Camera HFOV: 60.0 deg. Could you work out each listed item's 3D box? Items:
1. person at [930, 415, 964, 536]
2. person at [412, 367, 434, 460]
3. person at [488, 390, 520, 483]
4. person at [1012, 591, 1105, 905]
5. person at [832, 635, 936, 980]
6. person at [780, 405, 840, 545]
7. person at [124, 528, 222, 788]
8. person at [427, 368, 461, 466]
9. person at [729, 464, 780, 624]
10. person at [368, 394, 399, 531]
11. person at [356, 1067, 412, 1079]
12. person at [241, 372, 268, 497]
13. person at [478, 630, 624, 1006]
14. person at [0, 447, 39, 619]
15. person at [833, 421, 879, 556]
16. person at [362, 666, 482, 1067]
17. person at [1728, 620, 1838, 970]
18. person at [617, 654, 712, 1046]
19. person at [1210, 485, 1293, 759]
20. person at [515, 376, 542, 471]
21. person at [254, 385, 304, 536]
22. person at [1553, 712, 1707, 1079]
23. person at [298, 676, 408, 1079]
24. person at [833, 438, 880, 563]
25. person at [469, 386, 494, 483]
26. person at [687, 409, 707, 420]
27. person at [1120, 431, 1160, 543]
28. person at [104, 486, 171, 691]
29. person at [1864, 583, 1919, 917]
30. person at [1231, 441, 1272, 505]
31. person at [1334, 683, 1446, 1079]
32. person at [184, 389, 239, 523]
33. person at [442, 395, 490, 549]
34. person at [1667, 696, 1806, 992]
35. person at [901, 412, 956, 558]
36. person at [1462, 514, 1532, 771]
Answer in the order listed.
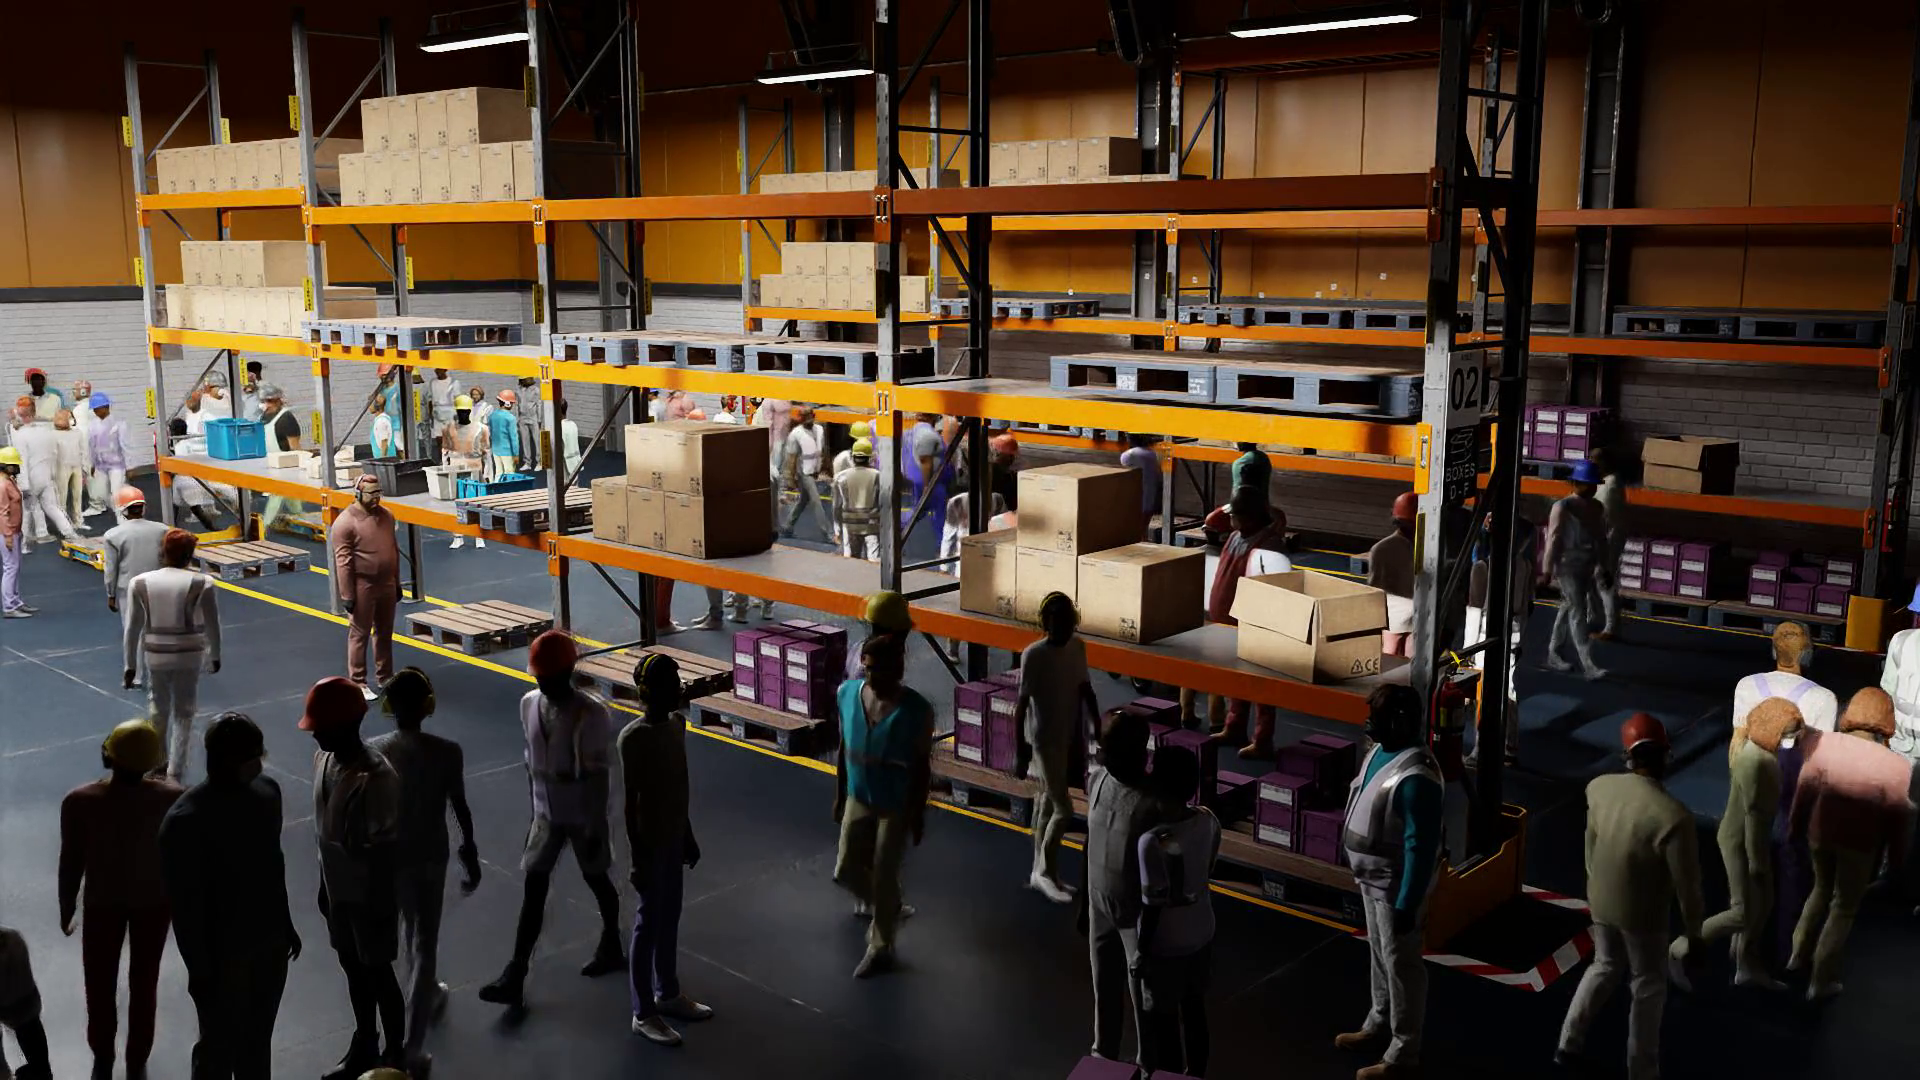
[{"bbox_3d":[-0.262,-0.973,21.687,0.627,1.874,0.412,-1,10,-4],"label":"person"},{"bbox_3d":[-9.187,-2.053,28.170,0.484,1.733,0.319,-7,12,-35],"label":"person"},{"bbox_3d":[-6.479,-1.280,23.780,0.578,1.737,0.354,8,13,38],"label":"person"},{"bbox_3d":[0.582,1.183,9.555,0.522,1.843,0.553,8,13,38],"label":"person"},{"bbox_3d":[-0.396,1.360,8.607,0.608,1.820,0.448,5,11,28],"label":"person"},{"bbox_3d":[-1.948,-0.844,21.203,0.990,1.781,0.654,5,11,28],"label":"person"},{"bbox_3d":[-5.449,0.837,11.537,0.631,1.845,0.692,-1,10,-5],"label":"person"},{"bbox_3d":[-8.515,-2.042,27.488,0.615,1.958,0.380,3,10,14],"label":"person"},{"bbox_3d":[-2.122,-0.115,16.725,0.651,1.906,0.403,-6,12,-31],"label":"person"},{"bbox_3d":[-7.656,-1.032,22.079,0.336,1.844,0.508,-2,10,-12],"label":"person"},{"bbox_3d":[-1.450,2.200,4.124,0.500,1.724,0.619,-1,10,-7],"label":"person"},{"bbox_3d":[-10.660,-1.588,25.084,0.647,1.900,0.399,0,10,0],"label":"person"},{"bbox_3d":[-2.019,1.381,8.324,0.563,1.880,0.983,4,11,23],"label":"person"},{"bbox_3d":[-9.632,-0.072,16.918,0.341,1.755,0.530,-4,11,-21],"label":"person"},{"bbox_3d":[-1.158,-0.381,18.248,0.632,1.897,0.636,-10,14,-44],"label":"person"},{"bbox_3d":[-2.560,1.504,7.817,0.545,1.827,0.973,0,10,-2],"label":"person"},{"bbox_3d":[4.303,1.330,8.732,0.516,1.842,0.325,9,14,42],"label":"person"},{"bbox_3d":[-1.418,1.453,7.960,0.328,1.872,0.513,4,11,20],"label":"person"},{"bbox_3d":[2.111,0.594,12.334,0.535,2.000,0.684,-4,11,-23],"label":"person"},{"bbox_3d":[-7.274,-2.023,28.009,0.492,1.730,0.324,2,10,13],"label":"person"},{"bbox_3d":[-8.978,-1.054,21.650,0.685,2.000,1.051,7,12,36],"label":"person"},{"bbox_3d":[2.981,1.635,7.345,0.425,1.729,0.700,-4,11,-21],"label":"person"},{"bbox_3d":[-2.687,1.533,7.347,0.543,1.929,0.387,8,13,39],"label":"person"},{"bbox_3d":[-0.994,-0.127,16.995,0.600,1.830,0.404,0,10,0],"label":"person"},{"bbox_3d":[-7.419,-1.563,25.694,0.519,1.633,0.314,2,10,11],"label":"person"},{"bbox_3d":[-3.283,-0.775,20.888,0.342,1.748,0.573,2,10,12],"label":"person"},{"bbox_3d":[1.926,-0.384,18.212,0.619,1.911,0.425,-9,13,-41],"label":"person"},{"bbox_3d":[-7.014,0.408,14.220,0.350,1.744,0.566,9,14,43],"label":"person"},{"bbox_3d":[5.464,1.159,9.399,0.406,1.945,0.613,-5,11,-27],"label":"person"},{"bbox_3d":[3.024,-0.235,17.370,0.386,1.928,0.642,9,13,41],"label":"person"},{"bbox_3d":[1.947,1.544,7.523,0.430,1.845,0.624,0,10,-1],"label":"person"},{"bbox_3d":[-10.330,-1.181,22.943,0.602,1.850,0.823,7,12,34],"label":"person"},{"bbox_3d":[-6.174,-0.849,20.804,0.584,1.930,0.360,-1,10,-6],"label":"person"},{"bbox_3d":[3.865,1.522,8.311,0.558,1.599,0.551,6,12,32],"label":"person"},{"bbox_3d":[-0.444,-0.777,20.083,0.915,2.000,0.687,-2,10,-13],"label":"person"},{"bbox_3d":[3.859,0.738,11.998,0.580,1.878,0.345,-6,12,-33],"label":"person"}]
